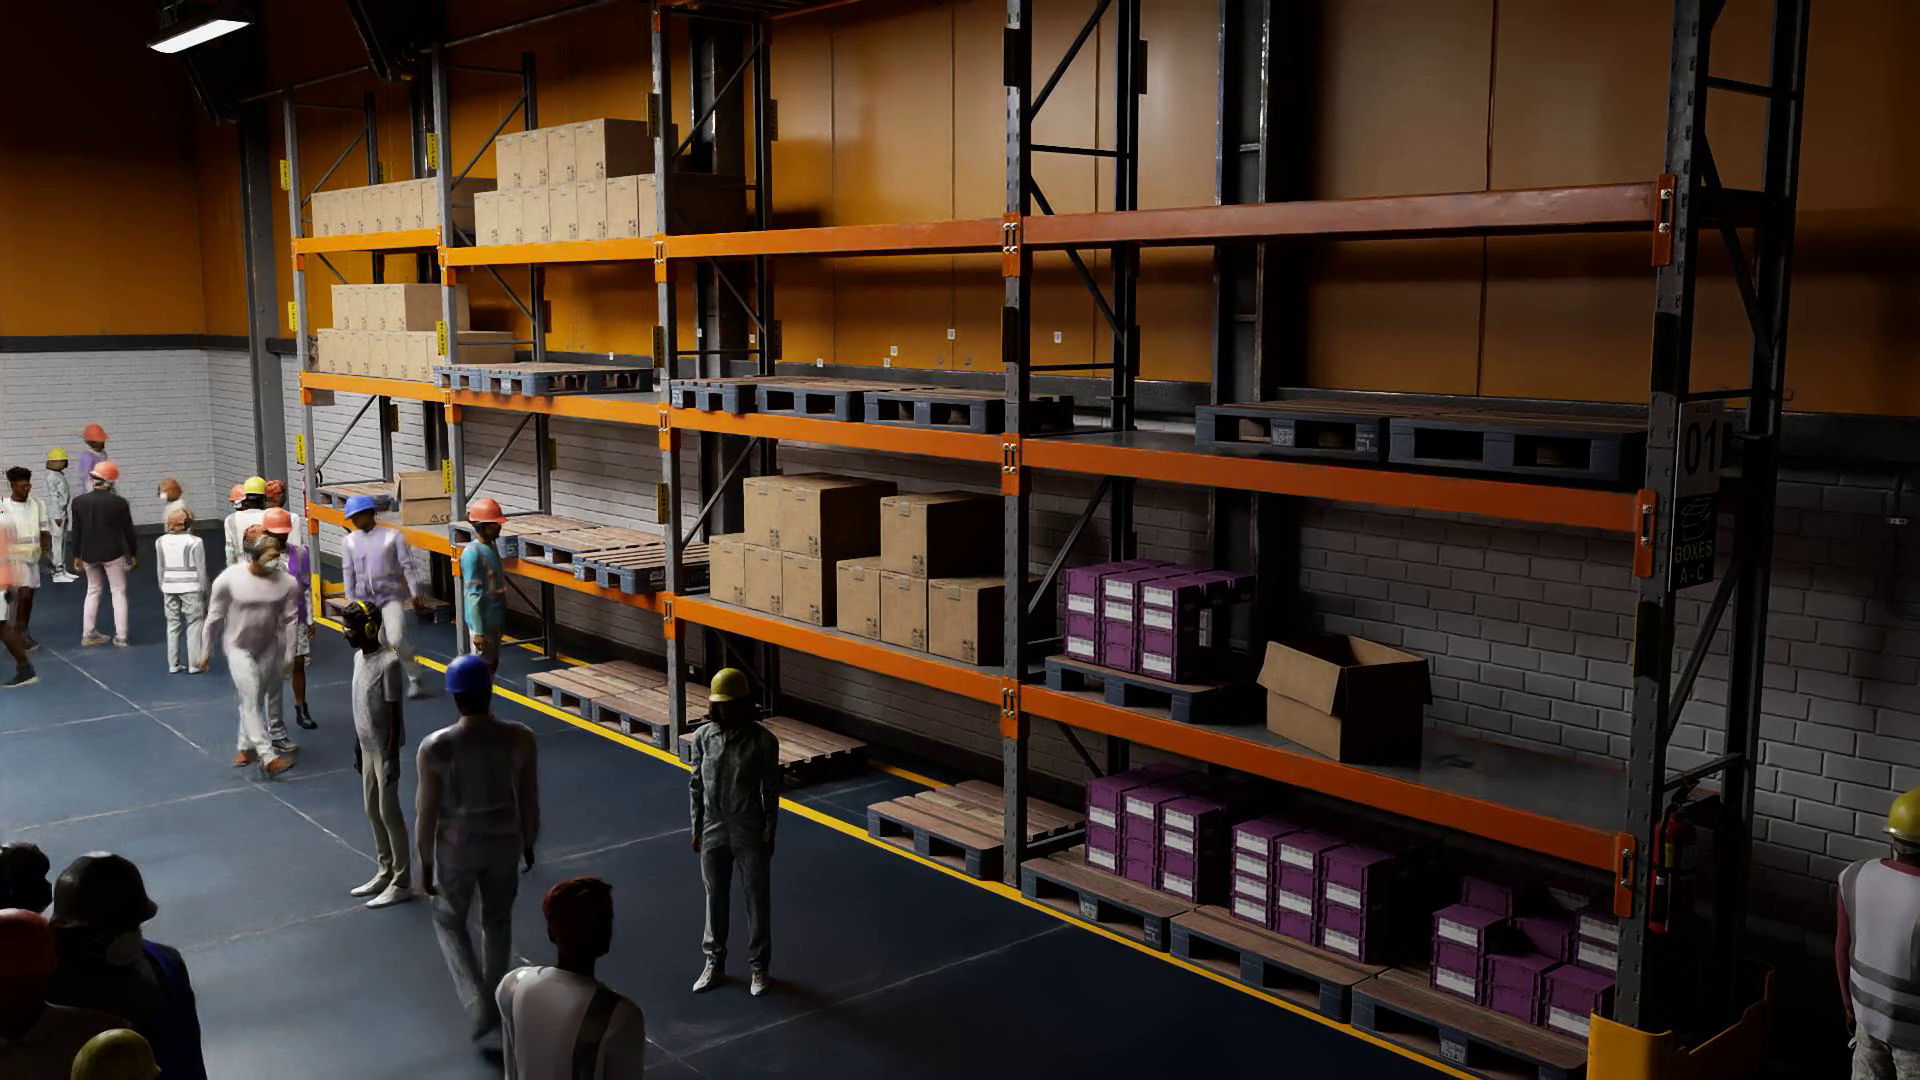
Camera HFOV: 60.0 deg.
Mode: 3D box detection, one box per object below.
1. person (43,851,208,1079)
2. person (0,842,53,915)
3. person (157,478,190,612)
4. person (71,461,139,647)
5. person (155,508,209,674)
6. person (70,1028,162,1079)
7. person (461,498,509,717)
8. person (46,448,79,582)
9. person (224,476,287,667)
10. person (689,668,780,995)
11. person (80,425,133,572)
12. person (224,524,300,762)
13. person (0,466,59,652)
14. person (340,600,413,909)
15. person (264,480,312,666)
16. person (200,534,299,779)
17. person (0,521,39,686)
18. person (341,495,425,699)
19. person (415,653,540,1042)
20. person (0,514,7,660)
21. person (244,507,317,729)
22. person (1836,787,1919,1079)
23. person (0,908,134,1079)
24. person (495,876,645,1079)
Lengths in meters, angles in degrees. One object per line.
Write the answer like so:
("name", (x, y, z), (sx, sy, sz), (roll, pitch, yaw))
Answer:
("person", (-2.499, 1.918, 5.012), (0.537, 2.000, 0.678), (3, 9, 19))
("person", (-3.312, 1.928, 5.877), (1.003, 1.783, 0.621), (-6, 10, -38))
("person", (-9.118, 0.064, 19.392), (0.514, 1.601, 0.428), (7, 11, 41))
("person", (-9.005, 0.154, 17.534), (0.658, 1.972, 0.426), (0, 8, 3))
("person", (-7.604, 0.505, 16.253), (0.528, 1.631, 0.346), (1, 8, 9))
("person", (-2.219, 2.153, 4.454), (0.486, 1.737, 0.323), (2, 8, 14))
("person", (-3.871, 0.667, 13.703), (0.382, 2.041, 0.616), (0, 8, -1))
("person", (-11.694, -0.326, 21.634), (0.304, 1.745, 0.483), (-2, 9, -16))
("person", (-6.915, 0.333, 16.426), (0.590, 1.924, 0.378), (-1, 8, -5))
("person", (-1.192, 1.528, 8.752), (0.488, 1.744, 0.296), (1, 8, 9))
("person", (-11.429, -0.555, 22.337), (0.547, 1.999, 0.662), (-2, 8, -11))
("person", (-5.568, 0.807, 13.278), (0.348, 1.882, 0.584), (5, 10, 31))
("person", (-9.718, 0.197, 17.325), (0.647, 1.942, 0.615), (3, 9, 20))
("person", (-3.549, 1.283, 10.087), (0.519, 1.856, 0.350), (8, 11, 44))
("person", (-6.746, 0.345, 16.489), (0.584, 1.882, 0.345), (1, 8, 7))
("person", (-5.419, 0.886, 12.786), (0.695, 1.865, 1.002), (-7, 11, -42))
("person", (-9.222, 0.431, 15.809), (0.791, 1.945, 0.629), (-1, 8, -9))
("person", (-5.250, 0.542, 15.091), (0.706, 1.899, 0.401), (1, 8, 7))
("person", (-2.363, 1.515, 8.196), (0.615, 1.933, 0.678), (-5, 10, -32))
("person", (-9.817, 0.332, 16.768), (0.505, 1.832, 0.459), (-1, 8, -5))
("person", (-5.729, 0.677, 14.062), (0.548, 1.925, 0.392), (-7, 11, -41))
("person", (3.618, 1.831, 6.324), (0.403, 1.837, 0.590), (-3, 9, -20))
("person", (-2.628, 1.990, 4.716), (0.621, 1.986, 0.409), (-3, 9, -22))
("person", (-1.199, 1.974, 5.213), (0.573, 1.876, 0.355), (5, 9, 29))
